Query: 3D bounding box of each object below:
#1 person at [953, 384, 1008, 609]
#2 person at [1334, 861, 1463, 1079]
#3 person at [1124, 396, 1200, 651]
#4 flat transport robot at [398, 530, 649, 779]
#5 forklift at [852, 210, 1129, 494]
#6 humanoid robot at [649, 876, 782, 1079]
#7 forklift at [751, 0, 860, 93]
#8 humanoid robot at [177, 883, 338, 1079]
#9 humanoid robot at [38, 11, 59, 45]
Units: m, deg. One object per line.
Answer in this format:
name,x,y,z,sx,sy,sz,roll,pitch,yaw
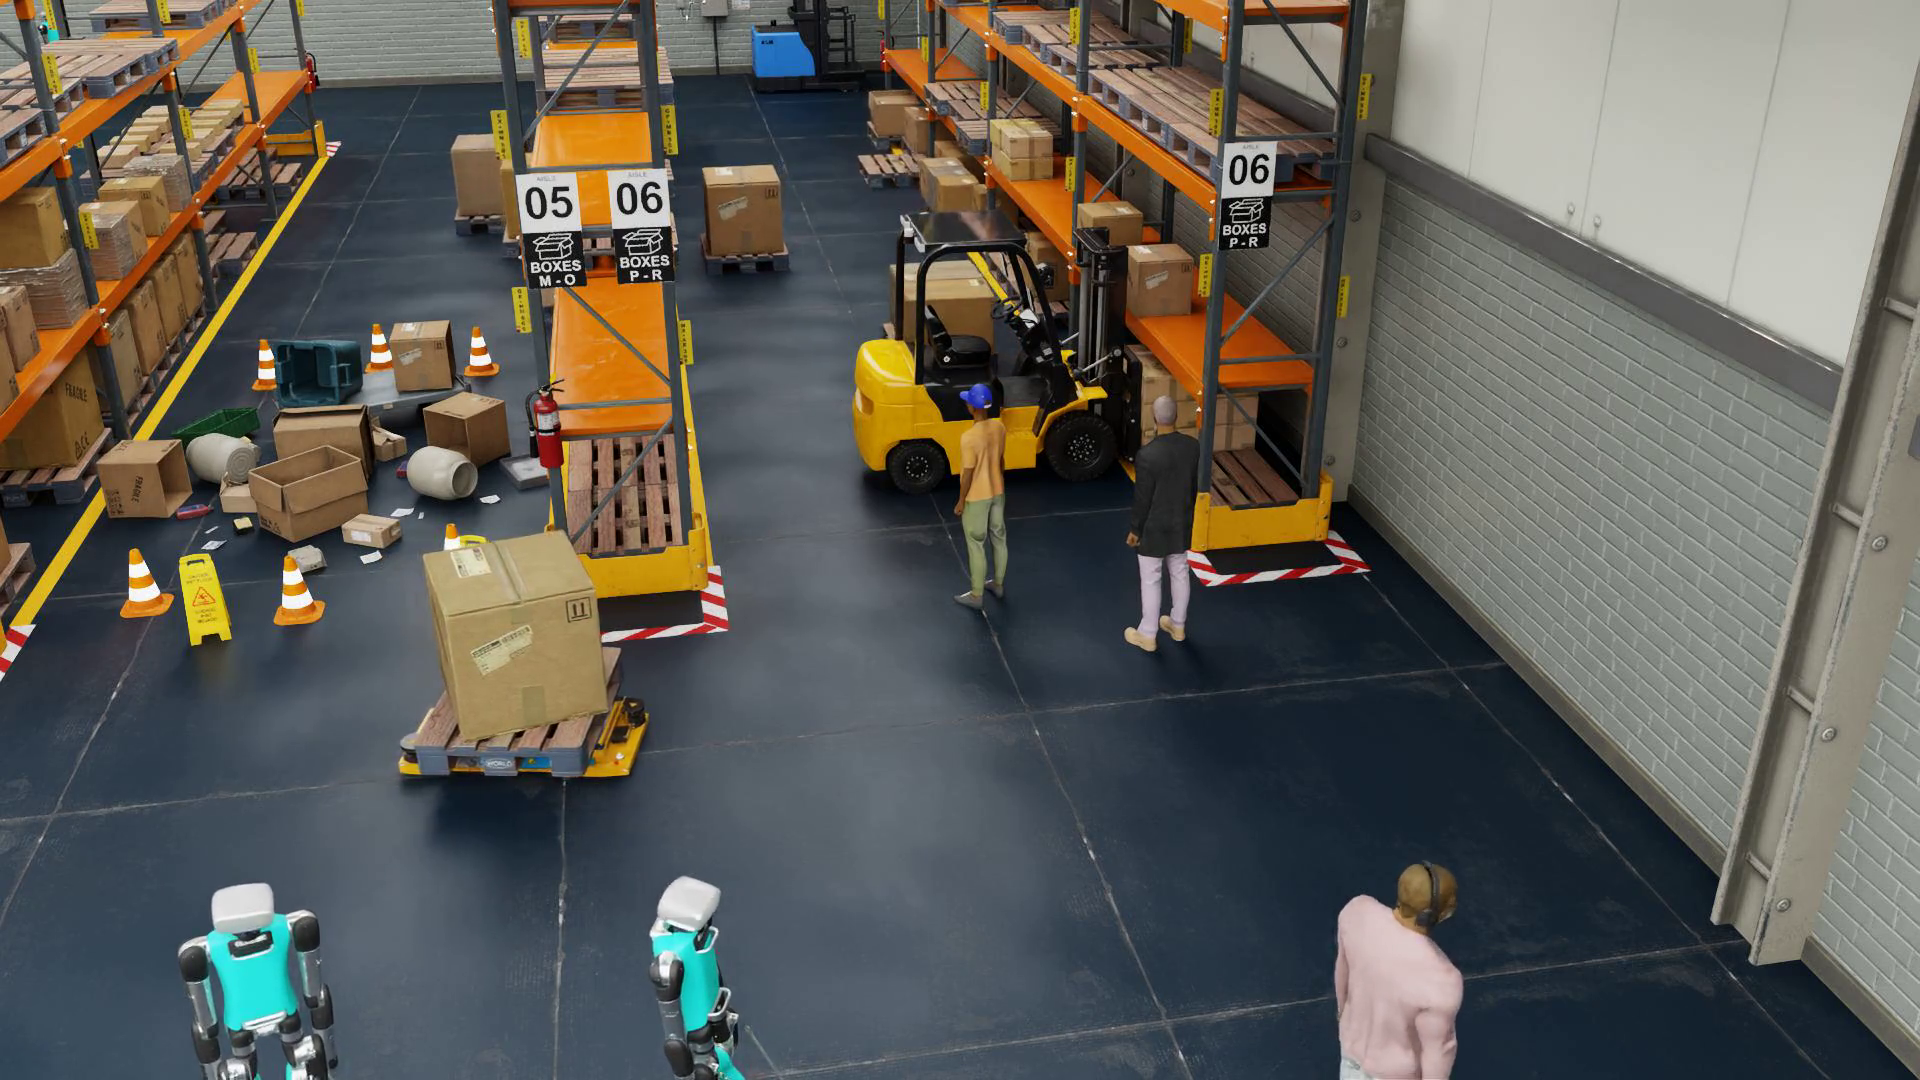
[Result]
person,0.140,-0.327,12.135,0.449,1.718,0.356,-23,34,-39
person,1.774,2.100,6.854,0.429,1.927,0.664,-15,30,-29
person,1.410,-0.108,11.522,0.530,1.855,0.412,-14,29,-26
flat transport robot,-2.748,1.242,10.543,1.431,0.231,0.659,1,26,1
forklift,0.216,-1.659,14.366,2.313,2.155,1.214,-5,26,-10
humanoid robot,-0.887,2.201,6.871,0.666,1.825,0.535,4,26,7
forklift,-2.872,-9.679,30.288,1.873,2.768,1.129,-5,26,-10
humanoid robot,-2.762,2.232,6.760,0.554,1.736,0.995,-14,29,-26
humanoid robot,-14.974,-8.051,28.044,0.735,1.679,0.533,1,26,2
